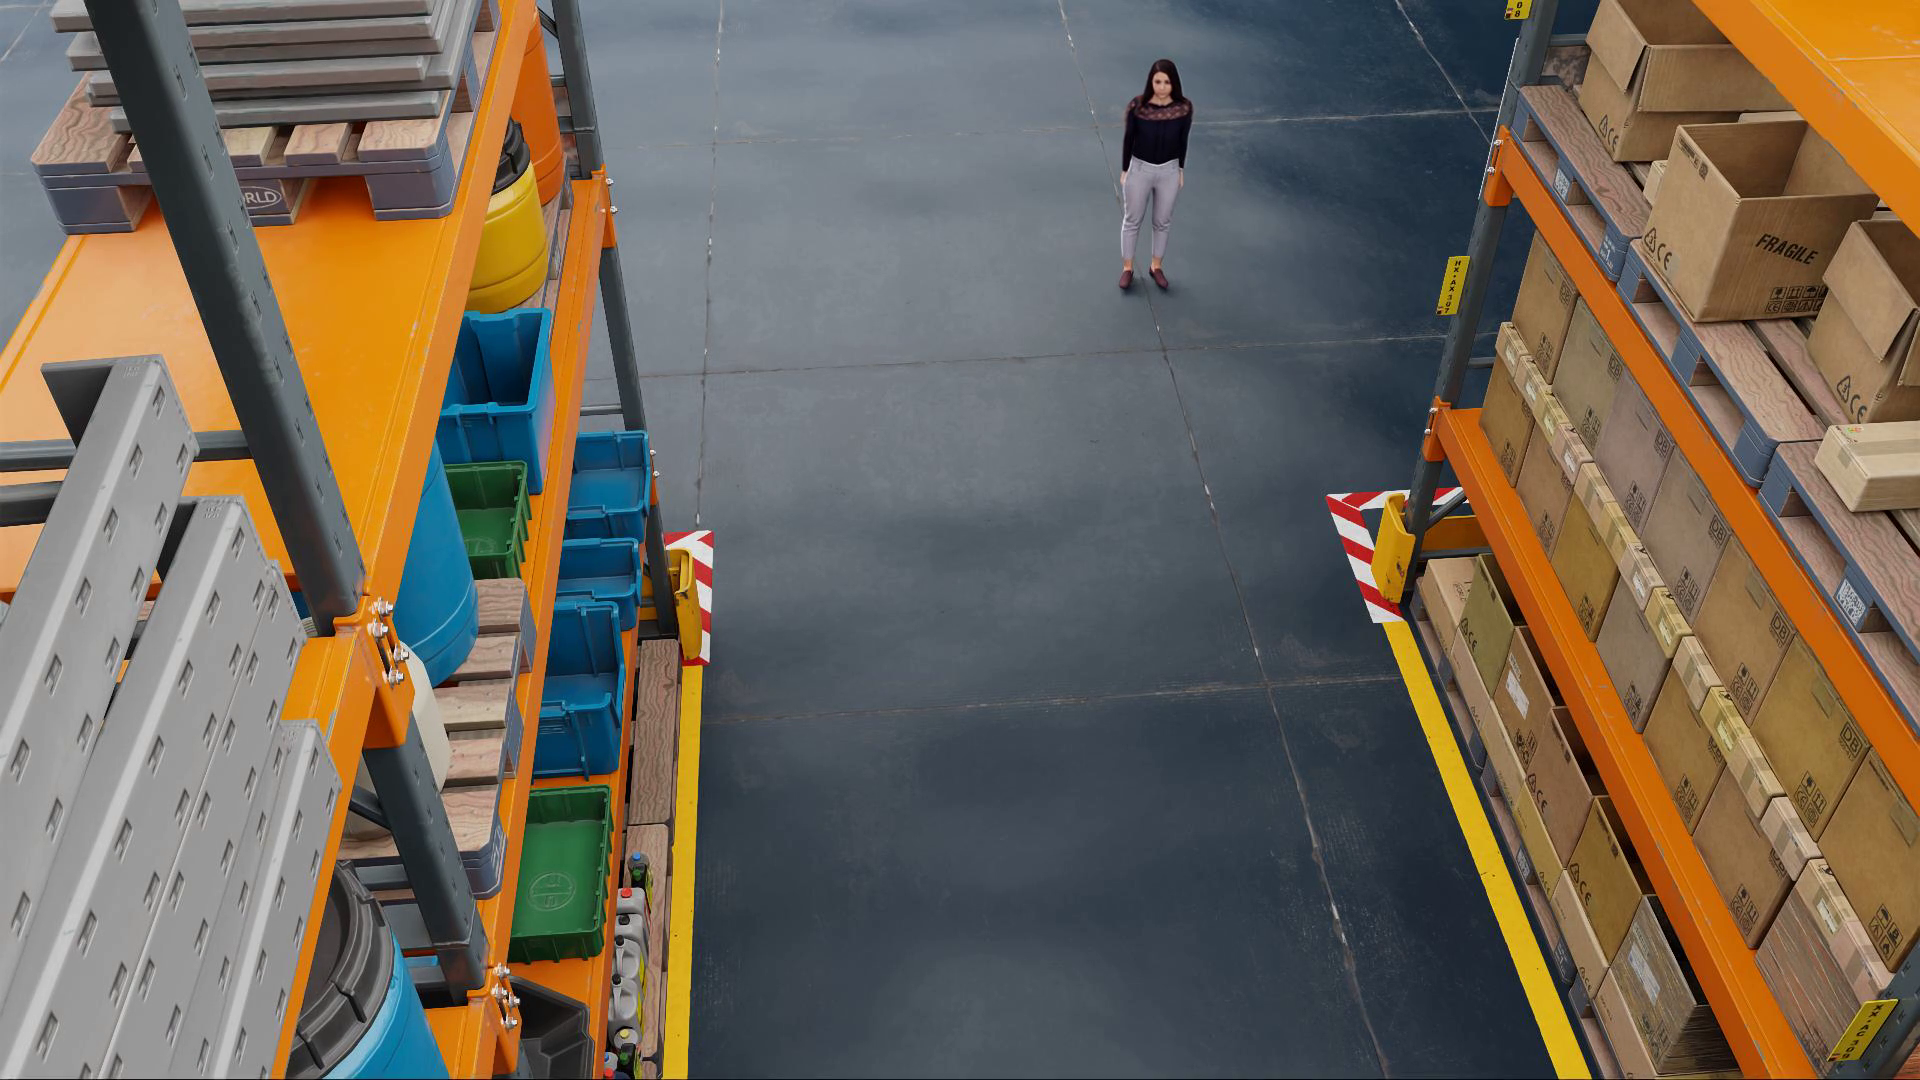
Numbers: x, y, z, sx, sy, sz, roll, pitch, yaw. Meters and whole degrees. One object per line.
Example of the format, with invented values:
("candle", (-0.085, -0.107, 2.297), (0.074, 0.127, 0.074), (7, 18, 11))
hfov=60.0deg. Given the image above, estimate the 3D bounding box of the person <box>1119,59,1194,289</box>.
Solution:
("person", (1.275, -2.399, 10.971), (0.598, 1.608, 0.541), (-1, 42, -2))
